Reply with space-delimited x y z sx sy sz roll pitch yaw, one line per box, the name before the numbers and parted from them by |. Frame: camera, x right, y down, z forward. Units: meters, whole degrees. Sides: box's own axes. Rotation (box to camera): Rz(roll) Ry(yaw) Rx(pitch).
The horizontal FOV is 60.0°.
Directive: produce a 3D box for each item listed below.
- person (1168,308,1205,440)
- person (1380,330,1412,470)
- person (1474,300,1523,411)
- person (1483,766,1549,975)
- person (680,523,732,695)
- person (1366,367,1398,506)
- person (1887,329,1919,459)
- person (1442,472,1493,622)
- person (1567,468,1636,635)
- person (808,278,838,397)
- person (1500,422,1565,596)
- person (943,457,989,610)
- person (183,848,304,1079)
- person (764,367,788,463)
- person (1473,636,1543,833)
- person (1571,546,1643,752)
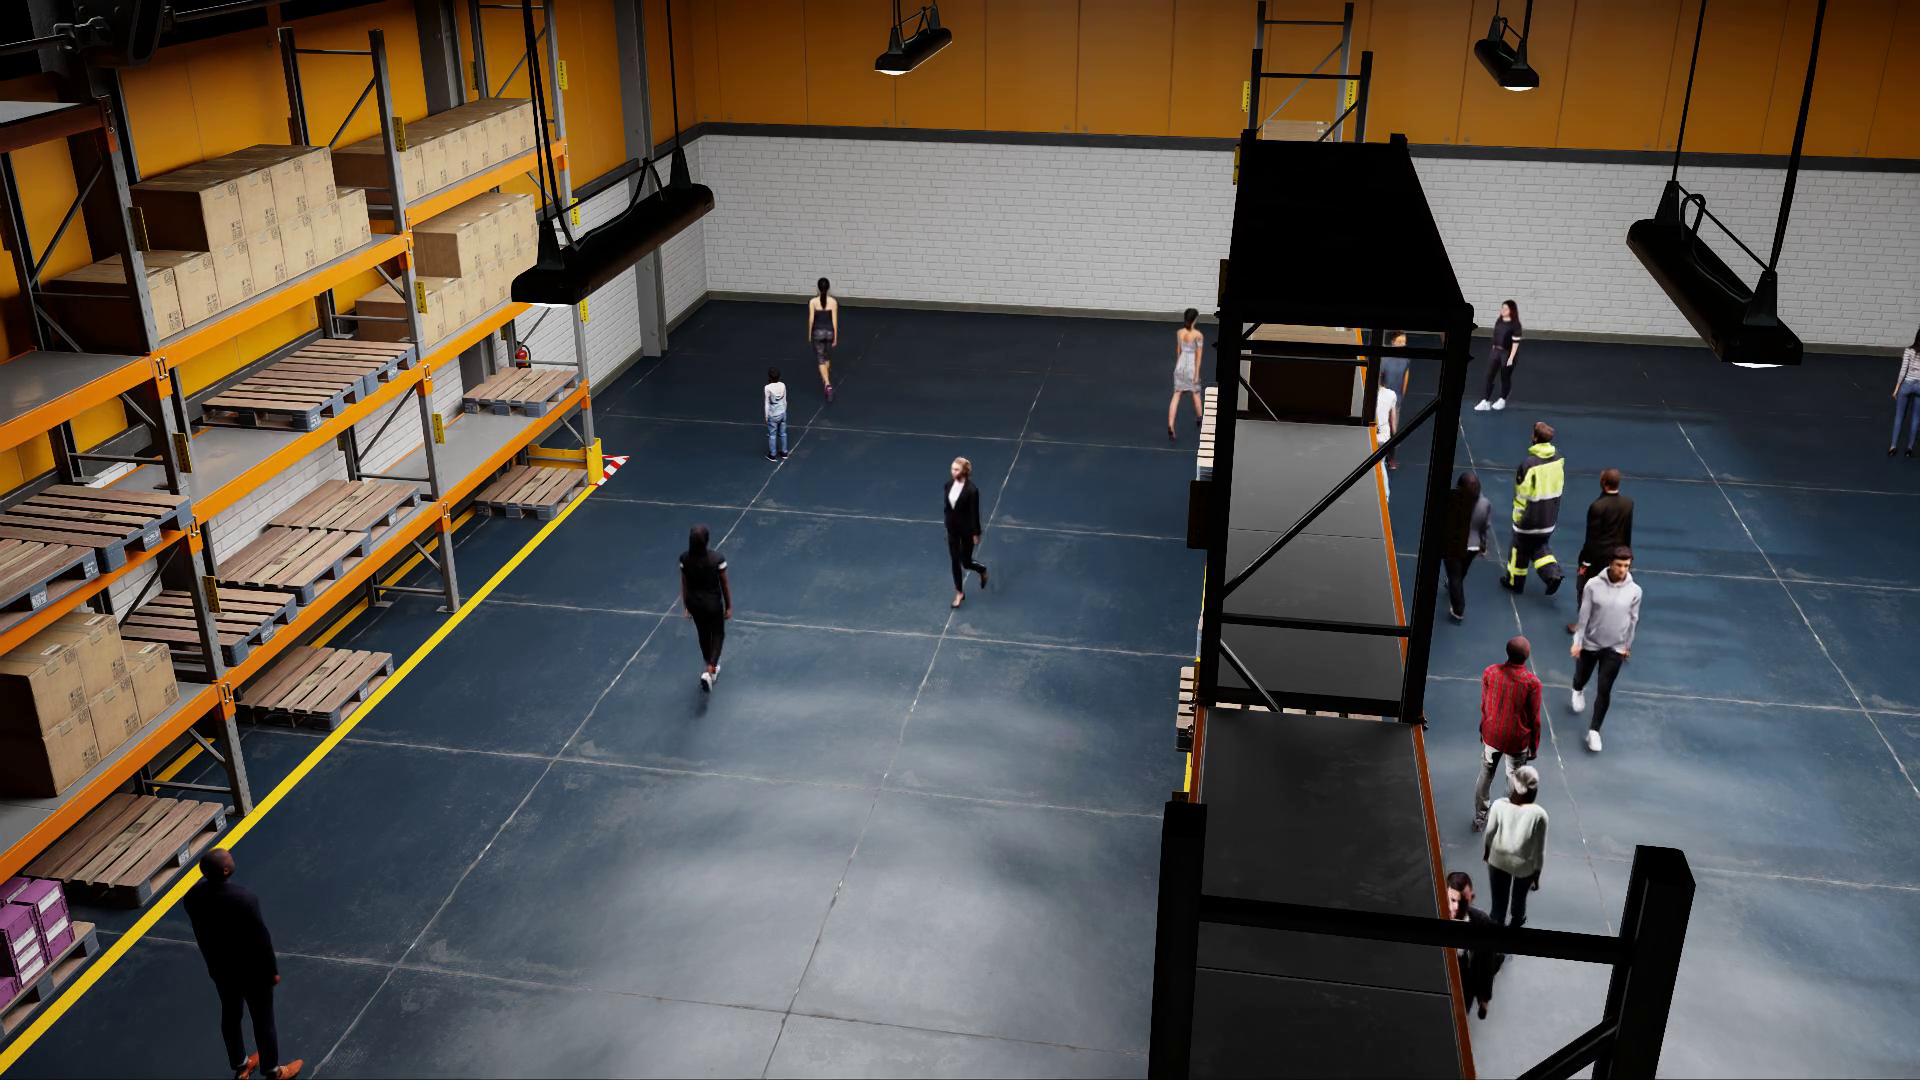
person | 2.988 -2.184 22.343 0.943 1.781 1.158 19 30 36
person | 5.521 -1.869 21.635 0.888 1.772 1.240 -2 24 -4
person | 7.753 -2.618 23.537 0.944 1.620 0.885 -16 28 -32
person | 3.989 2.403 12.053 0.789 1.619 1.060 12 26 25
person | -2.441 0.673 15.895 0.655 1.711 1.003 2 24 4
person | 5.016 -1.163 19.944 0.826 1.832 0.851 -5 24 -11
person | 12.475 -1.942 21.773 0.626 1.795 0.553 8 25 17
person | 5.265 0.091 17.427 0.847 1.551 1.120 -2 24 -4
person | 6.510 0.215 16.726 0.981 1.886 1.153 -8 25 -17
person | -1.980 -2.914 24.119 0.892 1.696 1.176 -6 24 -14
person | 6.208 -0.291 17.781 1.058 1.967 1.146 -11 26 -24
person | 0.069 -0.099 17.680 0.828 1.695 0.937 18 29 35
person | -4.725 2.803 10.889 0.711 1.817 0.617 6 24 14
person | -2.421 -1.661 21.799 0.556 1.258 0.621 -18 29 -35
person | 4.487 1.600 13.639 0.756 1.820 0.764 19 30 37
person | 5.816 0.906 15.117 0.738 1.907 1.138 5 24 12
